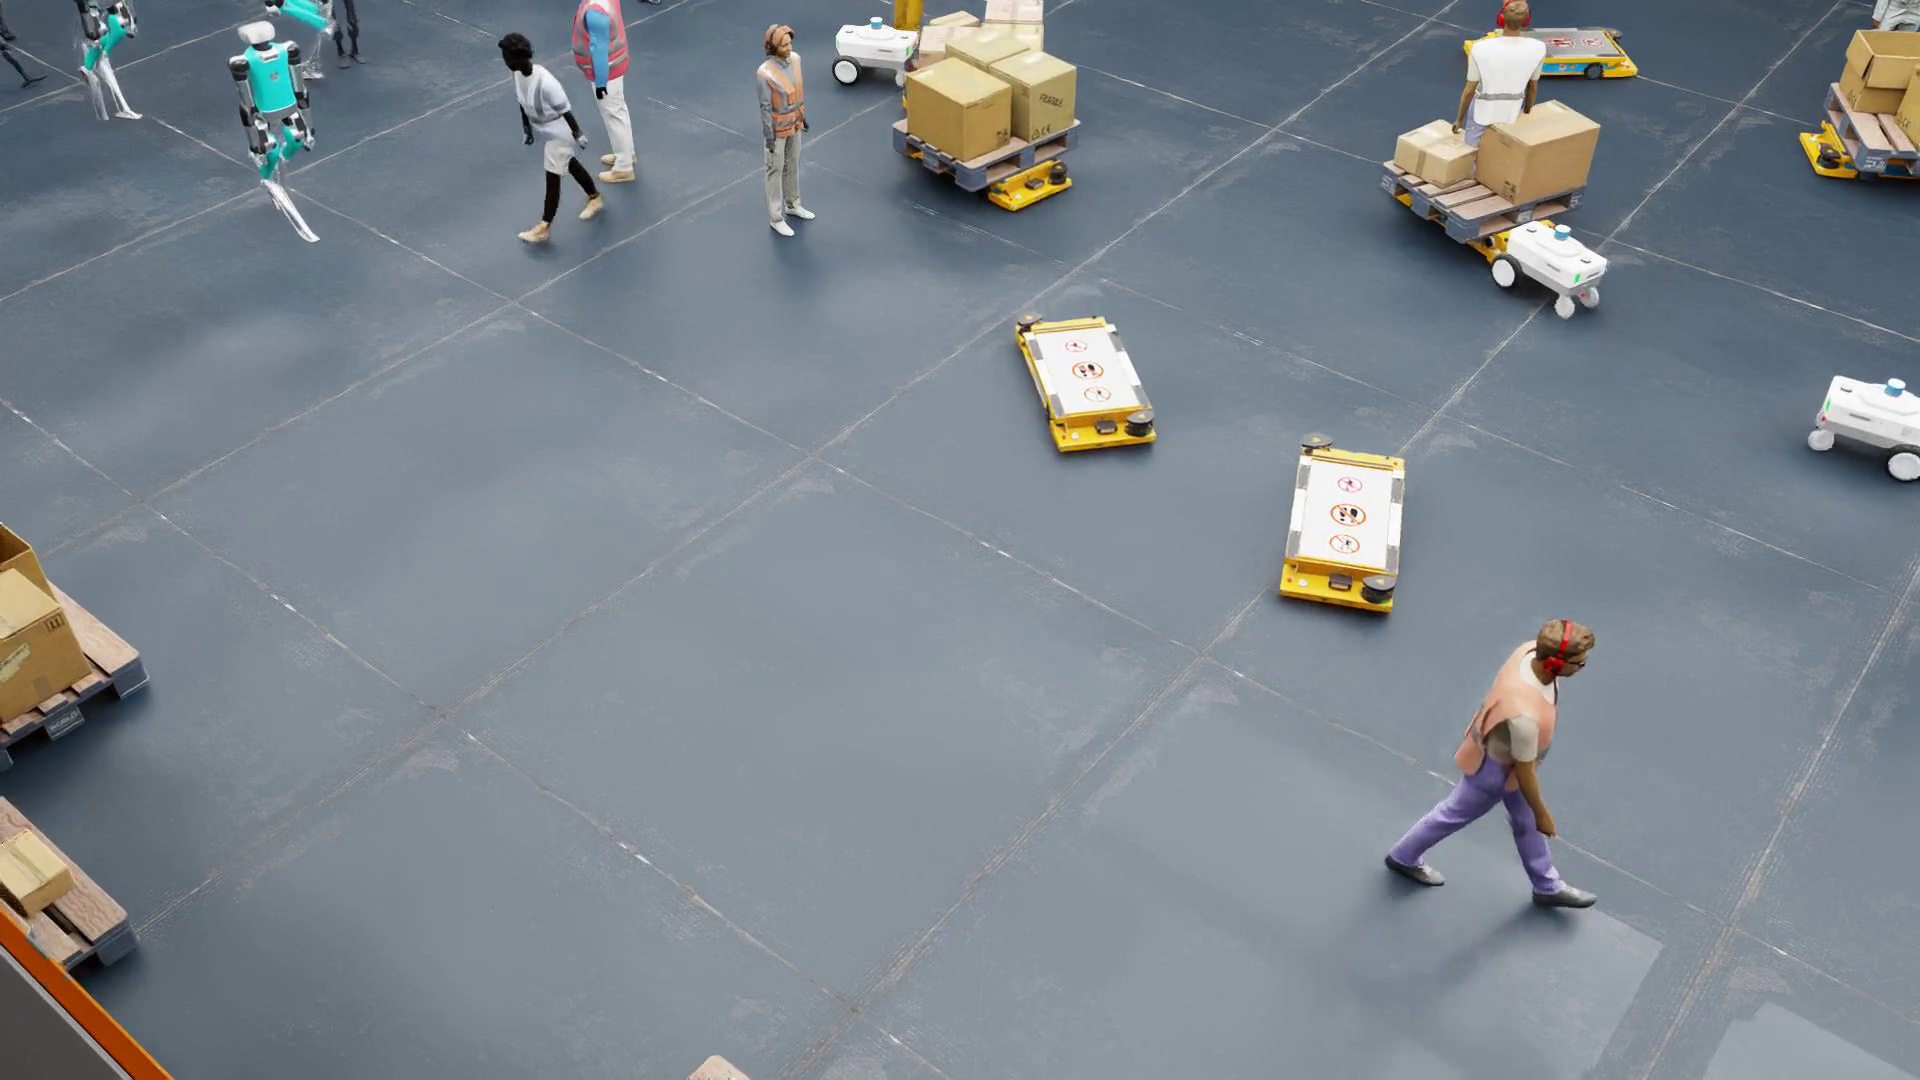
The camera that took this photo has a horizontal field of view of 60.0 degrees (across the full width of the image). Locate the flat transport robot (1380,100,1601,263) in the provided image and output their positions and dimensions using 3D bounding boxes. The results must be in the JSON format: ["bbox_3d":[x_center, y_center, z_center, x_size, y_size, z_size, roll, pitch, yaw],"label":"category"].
[{"bbox_3d":[4.087,-2.592,13.127,0.659,0.231,1.431,-18,44,-20],"label":"flat transport robot"}]

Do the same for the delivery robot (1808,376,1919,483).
[{"bbox_3d":[5.968,-0.771,10.753,0.768,0.581,0.499,22,45,24],"label":"delivery robot"}]

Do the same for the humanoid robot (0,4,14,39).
[{"bbox_3d":[-9.243,-5.440,15.387,0.401,1.643,0.601,22,45,24],"label":"humanoid robot"}]

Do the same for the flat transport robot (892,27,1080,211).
[{"bbox_3d":[0.203,-3.160,13.796,0.659,0.231,1.431,-29,48,-30],"label":"flat transport robot"}]

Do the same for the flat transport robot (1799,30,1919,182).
[{"bbox_3d":[7.836,-3.220,13.865,1.431,0.231,0.659,6,41,6],"label":"flat transport robot"}]

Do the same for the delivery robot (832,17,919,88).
[{"bbox_3d":[-0.772,-4.430,15.077,0.794,0.606,0.499,9,41,11],"label":"delivery robot"}]

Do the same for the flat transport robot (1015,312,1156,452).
[{"bbox_3d":[0.842,-1.116,11.391,0.659,0.231,1.431,-7,41,-8],"label":"flat transport robot"}]

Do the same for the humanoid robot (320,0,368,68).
[{"bbox_3d":[-5.665,-5.082,14.976,0.616,1.651,0.325,-23,46,-25],"label":"humanoid robot"}]

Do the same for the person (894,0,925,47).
[{"bbox_3d":[-0.466,-5.484,15.401,0.362,1.719,0.660,-19,44,-21],"label":"person"}]

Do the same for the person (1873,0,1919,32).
[{"bbox_3d":[8.082,-4.531,14.279,0.481,1.733,0.341,-5,41,-6],"label":"person"}]

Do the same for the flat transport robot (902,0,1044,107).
[{"bbox_3d":[0.227,-4.062,14.856,1.431,0.231,0.659,3,40,3],"label":"flat transport robot"}]

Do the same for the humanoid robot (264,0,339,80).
[{"bbox_3d":[-5.819,-4.866,14.569,0.738,1.673,0.531,-1,40,-2],"label":"humanoid robot"}]

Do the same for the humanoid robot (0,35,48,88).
[{"bbox_3d":[-8.595,-4.661,14.490,0.704,1.626,0.609,-6,41,-7],"label":"humanoid robot"}]

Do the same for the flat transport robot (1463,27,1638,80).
[{"bbox_3d":[5.453,-4.489,15.359,1.431,0.231,0.659,-1,40,-1],"label":"flat transport robot"}]

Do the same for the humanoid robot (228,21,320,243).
[{"bbox_3d":[-5.309,-3.163,12.693,0.913,1.796,0.549,32,50,32],"label":"humanoid robot"}]

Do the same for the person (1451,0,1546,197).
[{"bbox_3d":[4.050,-3.199,12.625,0.569,1.840,0.375,-1,40,-1],"label":"person"}]

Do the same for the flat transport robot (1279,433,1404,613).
[{"bbox_3d":[2.366,-0.125,10.224,0.659,0.231,1.431,9,41,11],"label":"flat transport robot"}]

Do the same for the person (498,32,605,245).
[{"bbox_3d":[-3.138,-3.079,12.642,0.882,1.627,0.558,-29,48,-30],"label":"person"}]

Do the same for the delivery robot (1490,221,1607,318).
[{"bbox_3d":[4.357,-2.042,12.270,0.499,0.608,0.797,-23,45,-24],"label":"delivery robot"}]

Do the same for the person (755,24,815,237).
[{"bbox_3d":[-1.345,-3.146,12.718,0.309,1.642,0.514,20,44,22],"label":"person"}]

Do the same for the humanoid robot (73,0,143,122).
[{"bbox_3d":[-7.358,-4.406,14.186,0.733,1.835,0.580,16,43,18],"label":"humanoid robot"}]

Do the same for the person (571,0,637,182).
[{"bbox_3d":[-2.859,-3.770,13.311,0.431,1.837,0.630,-4,41,-5],"label":"person"}]

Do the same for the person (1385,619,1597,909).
[{"bbox_3d":[2.569,1.058,7.664,1.003,1.779,0.559,18,44,20],"label":"person"}]

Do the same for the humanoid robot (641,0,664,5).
[{"bbox_3d":[-3.155,-6.100,16.219,0.643,1.661,0.613,20,44,22],"label":"humanoid robot"}]
